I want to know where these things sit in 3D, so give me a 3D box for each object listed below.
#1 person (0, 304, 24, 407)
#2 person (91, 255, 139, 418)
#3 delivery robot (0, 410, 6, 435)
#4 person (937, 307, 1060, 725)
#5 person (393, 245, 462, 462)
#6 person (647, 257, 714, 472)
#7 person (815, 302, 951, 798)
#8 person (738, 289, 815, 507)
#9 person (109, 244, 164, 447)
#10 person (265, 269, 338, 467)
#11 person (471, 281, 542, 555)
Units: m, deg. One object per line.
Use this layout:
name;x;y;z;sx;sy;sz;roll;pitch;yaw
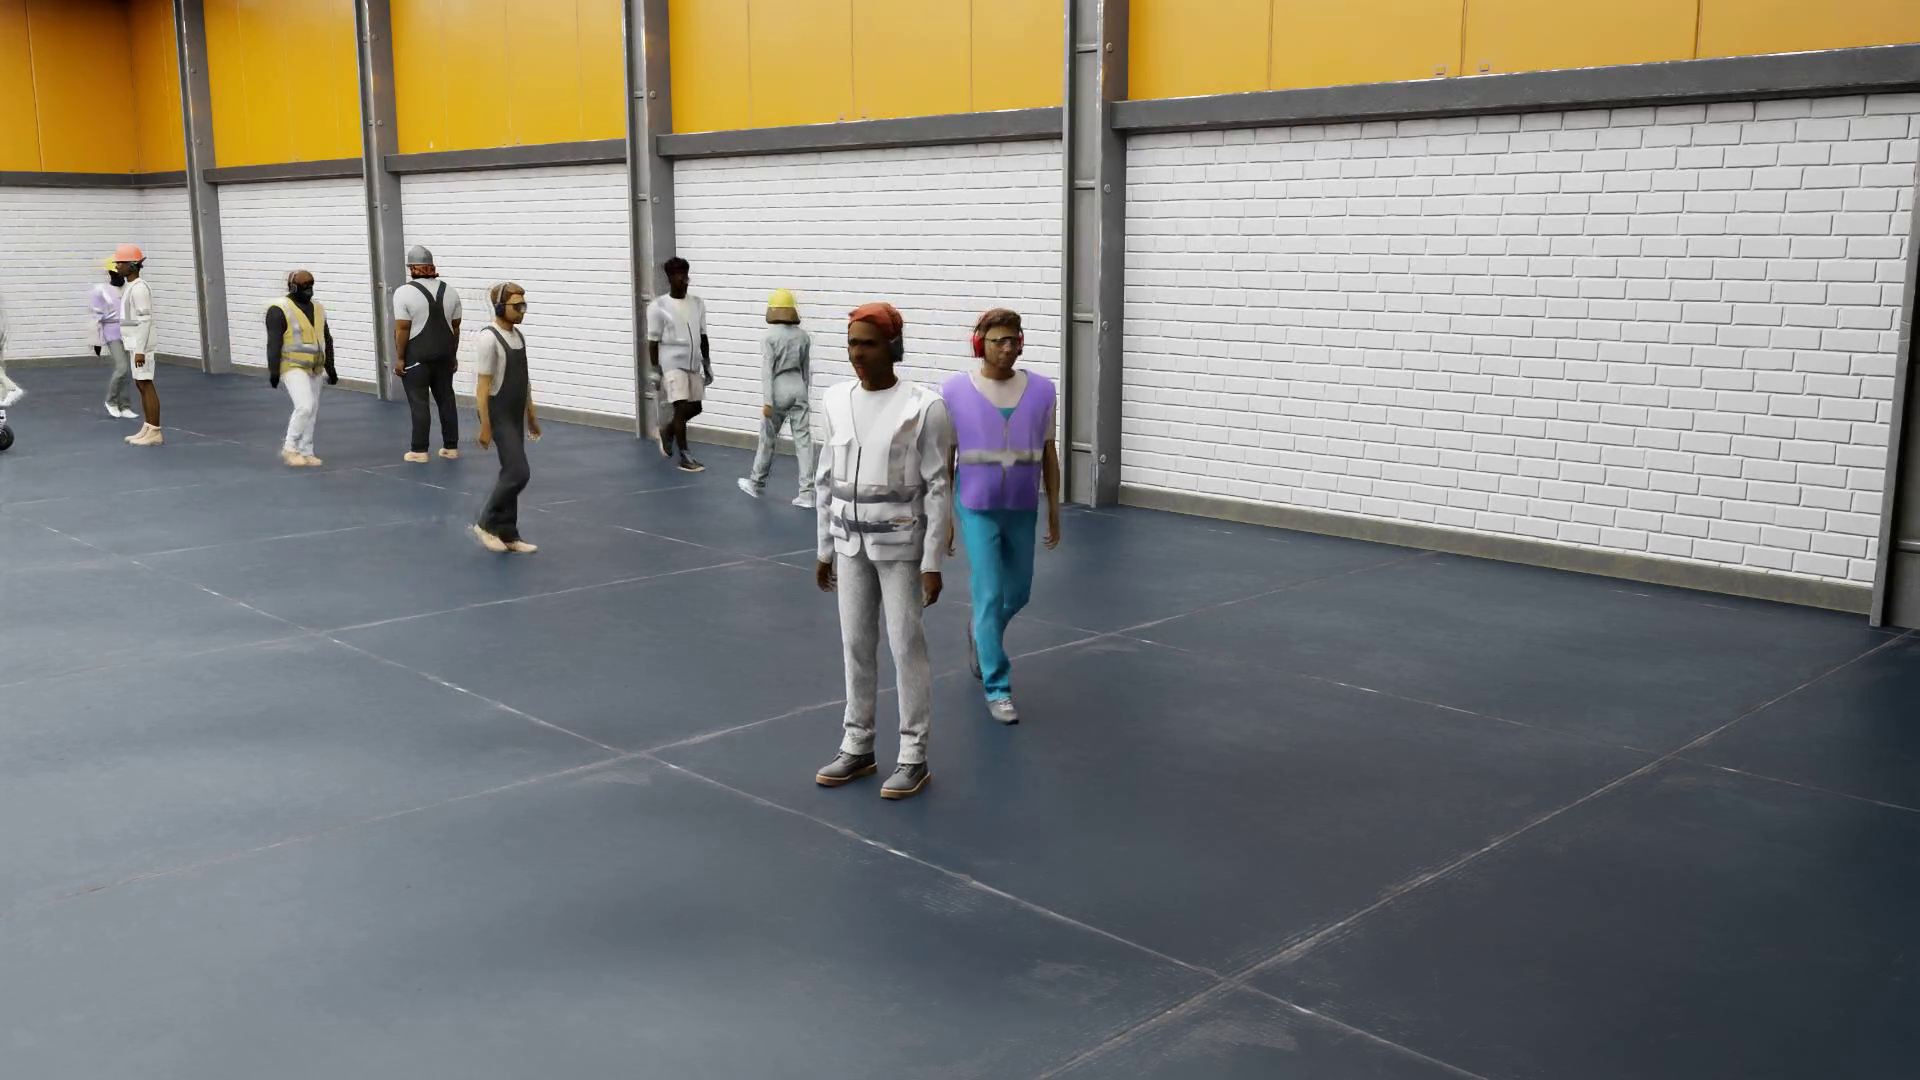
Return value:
person;-12.014;-2.546;20.592;0.442;1.843;0.515;-3;11;-18
person;-9.771;-2.360;19.398;0.440;1.905;0.582;5;11;24
delivery robot;-9.738;-1.155;16.228;0.707;0.478;0.477;-1;11;-8
person;0.151;-0.143;7.518;0.568;1.826;0.784;-3;11;-18
person;-5.090;-1.766;15.776;0.537;2.000;0.689;8;13;38
person;-2.598;-1.608;15.183;0.746;1.946;0.621;10;14;42
person;-0.305;0.044;6.349;0.587;1.875;0.343;7;12;32
person;-1.431;-1.134;13.230;0.512;1.695;0.879;-9;13;-39
person;-8.352;-1.969;16.875;0.373;2.044;0.606;-7;12;-32
person;-6.039;-1.562;15.266;0.454;1.825;0.643;4;11;20
person;-2.980;-0.786;11.016;0.393;1.833;0.530;1;10;8
